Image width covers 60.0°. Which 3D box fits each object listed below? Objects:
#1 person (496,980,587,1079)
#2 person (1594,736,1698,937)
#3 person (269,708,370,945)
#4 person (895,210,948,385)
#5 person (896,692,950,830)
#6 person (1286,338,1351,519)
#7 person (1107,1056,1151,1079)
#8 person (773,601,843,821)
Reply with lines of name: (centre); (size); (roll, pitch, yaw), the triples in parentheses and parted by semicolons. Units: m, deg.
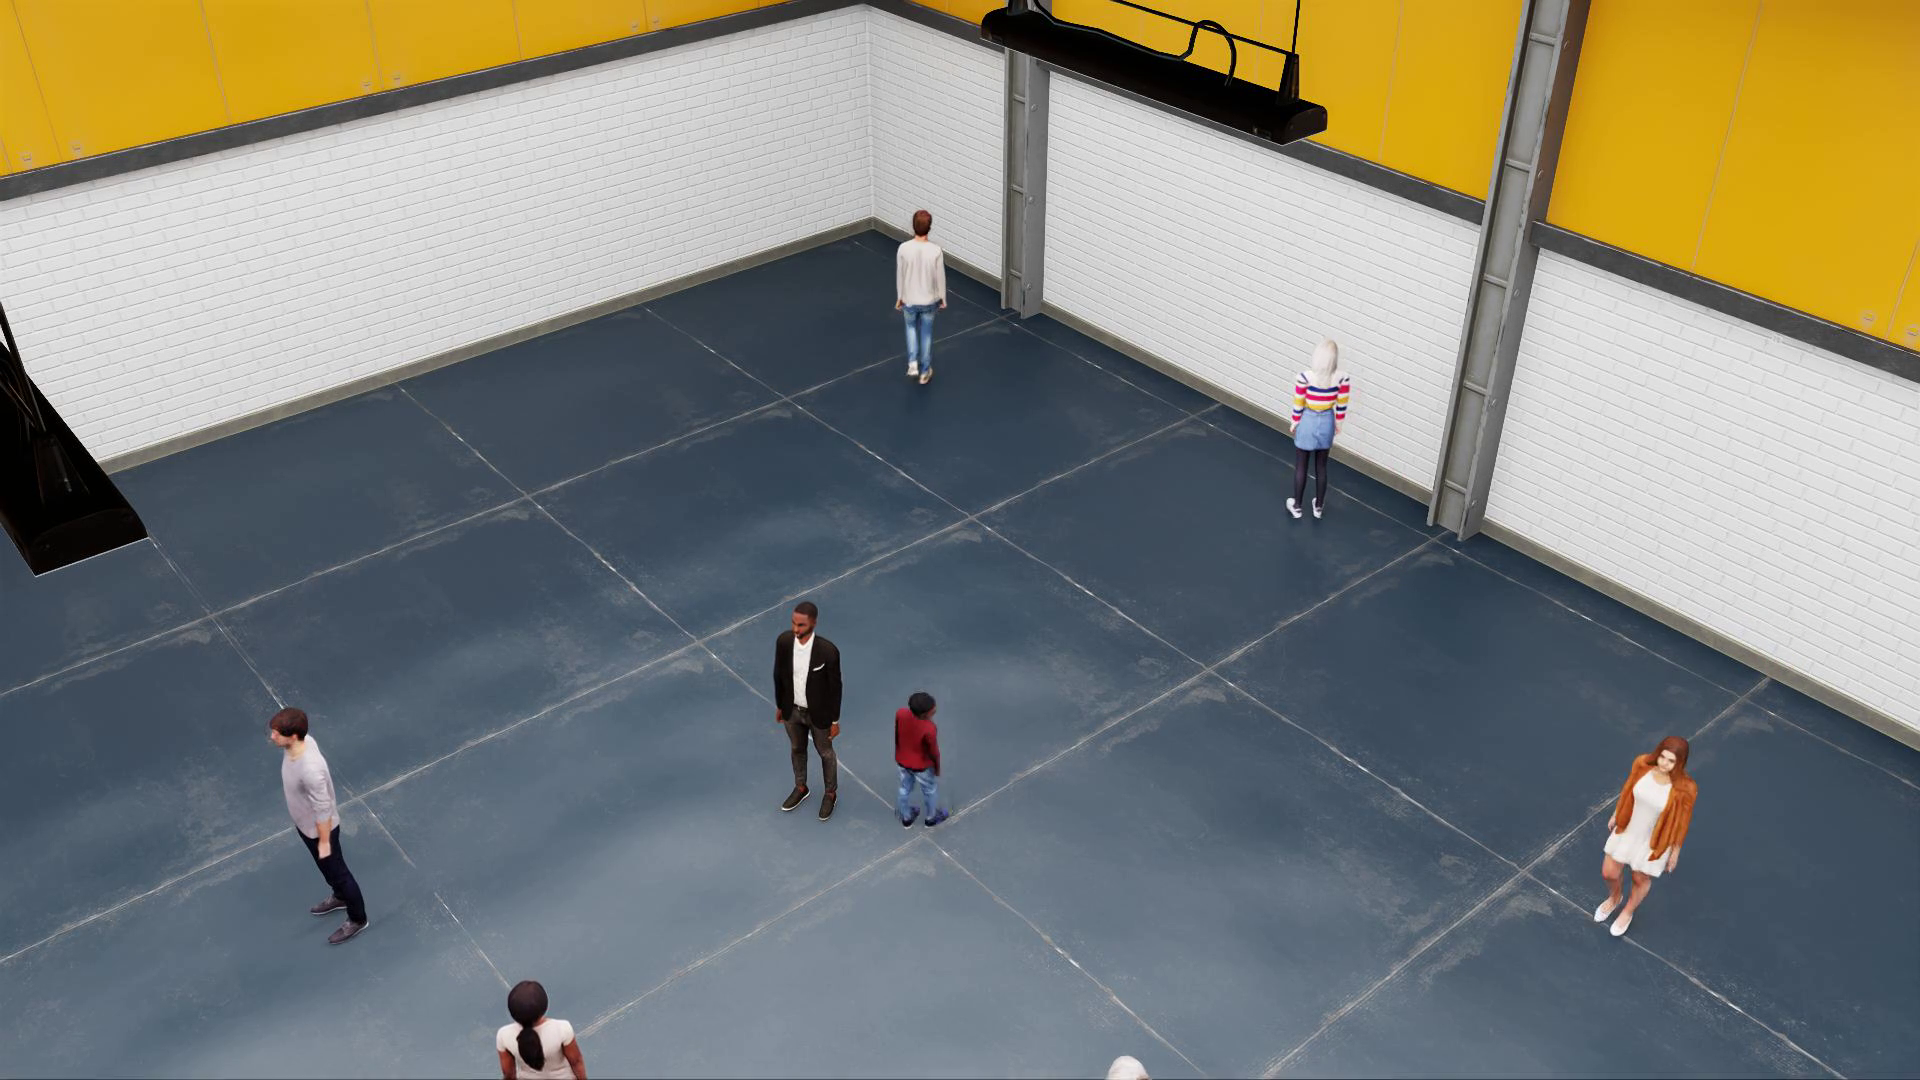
person: (-2.248, 3.028, 9.072); (0.660, 1.741, 0.676); (-4, 34, -6)
person: (4.505, 1.872, 10.843); (0.721, 1.705, 0.549); (-28, 43, -35)
person: (-4.171, 1.819, 10.799); (0.730, 1.843, 0.490); (-22, 39, -29)
person: (-0.422, -2.451, 17.183); (0.788, 1.888, 0.853); (3, 34, 5)
person: (-0.312, 1.547, 11.755); (0.555, 1.238, 0.645); (12, 35, 17)
person: (3.237, -1.021, 15.103); (0.718, 1.809, 0.740); (-2, 34, -2)
person: (0.836, 3.299, 8.660); (0.597, 1.746, 0.626); (27, 42, 35)
person: (-1.069, 1.193, 11.780); (0.680, 1.800, 0.801); (11, 35, 17)
